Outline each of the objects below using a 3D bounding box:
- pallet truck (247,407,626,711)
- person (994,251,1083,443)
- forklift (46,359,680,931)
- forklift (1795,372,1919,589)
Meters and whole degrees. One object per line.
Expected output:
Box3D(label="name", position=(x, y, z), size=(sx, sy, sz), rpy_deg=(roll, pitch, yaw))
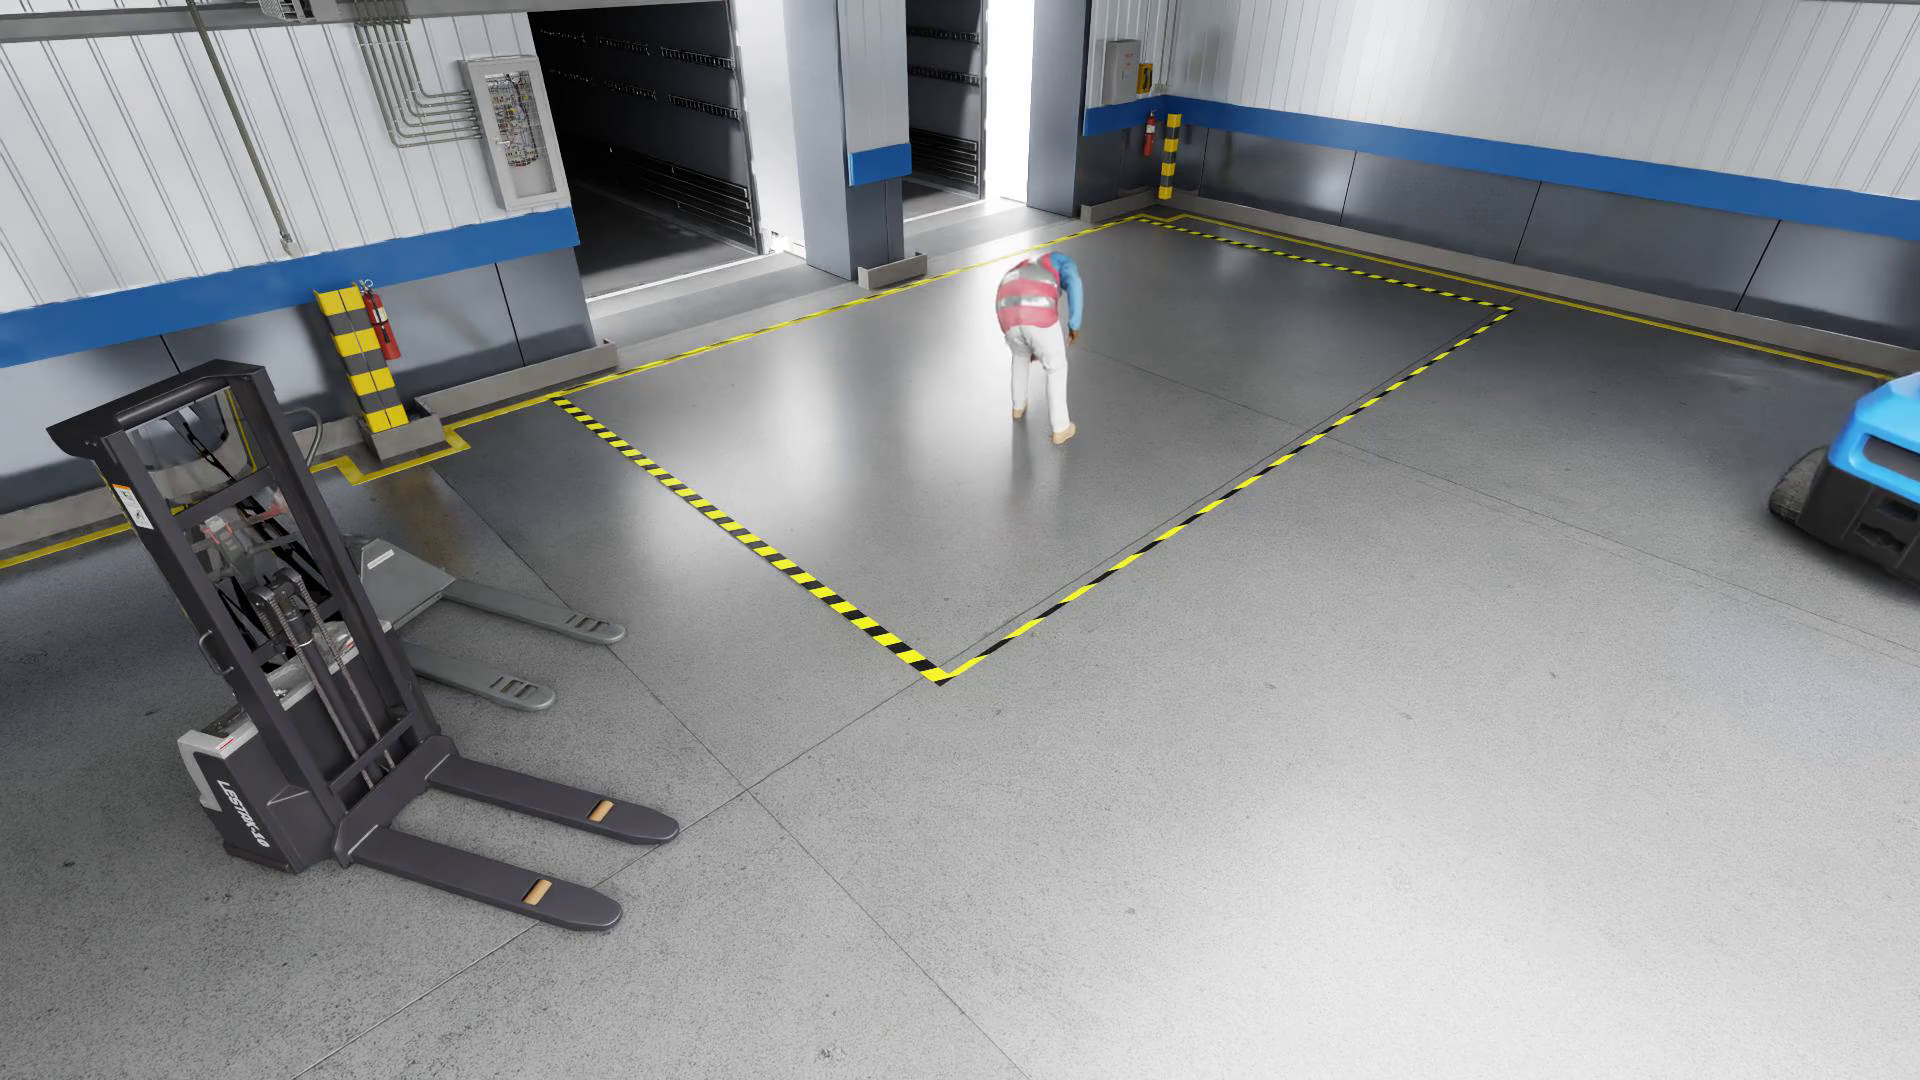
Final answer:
Box3D(label="pallet truck", position=(-2.628, 0.038, 4.590), size=(1.601, 1.201, 0.680), rpy_deg=(12, 36, 18))
Box3D(label="person", position=(0.620, -1.496, 6.857), size=(0.877, 1.271, 0.866), rpy_deg=(27, 43, 34))
Box3D(label="forklift", position=(-2.135, 0.422, 3.354), size=(1.885, 1.965, 0.823), rpy_deg=(10, 35, 14))
Box3D(label="forklift", position=(6.372, -0.923, 5.016), size=(2.680, 2.036, 1.157), rpy_deg=(-11, 36, -16))
